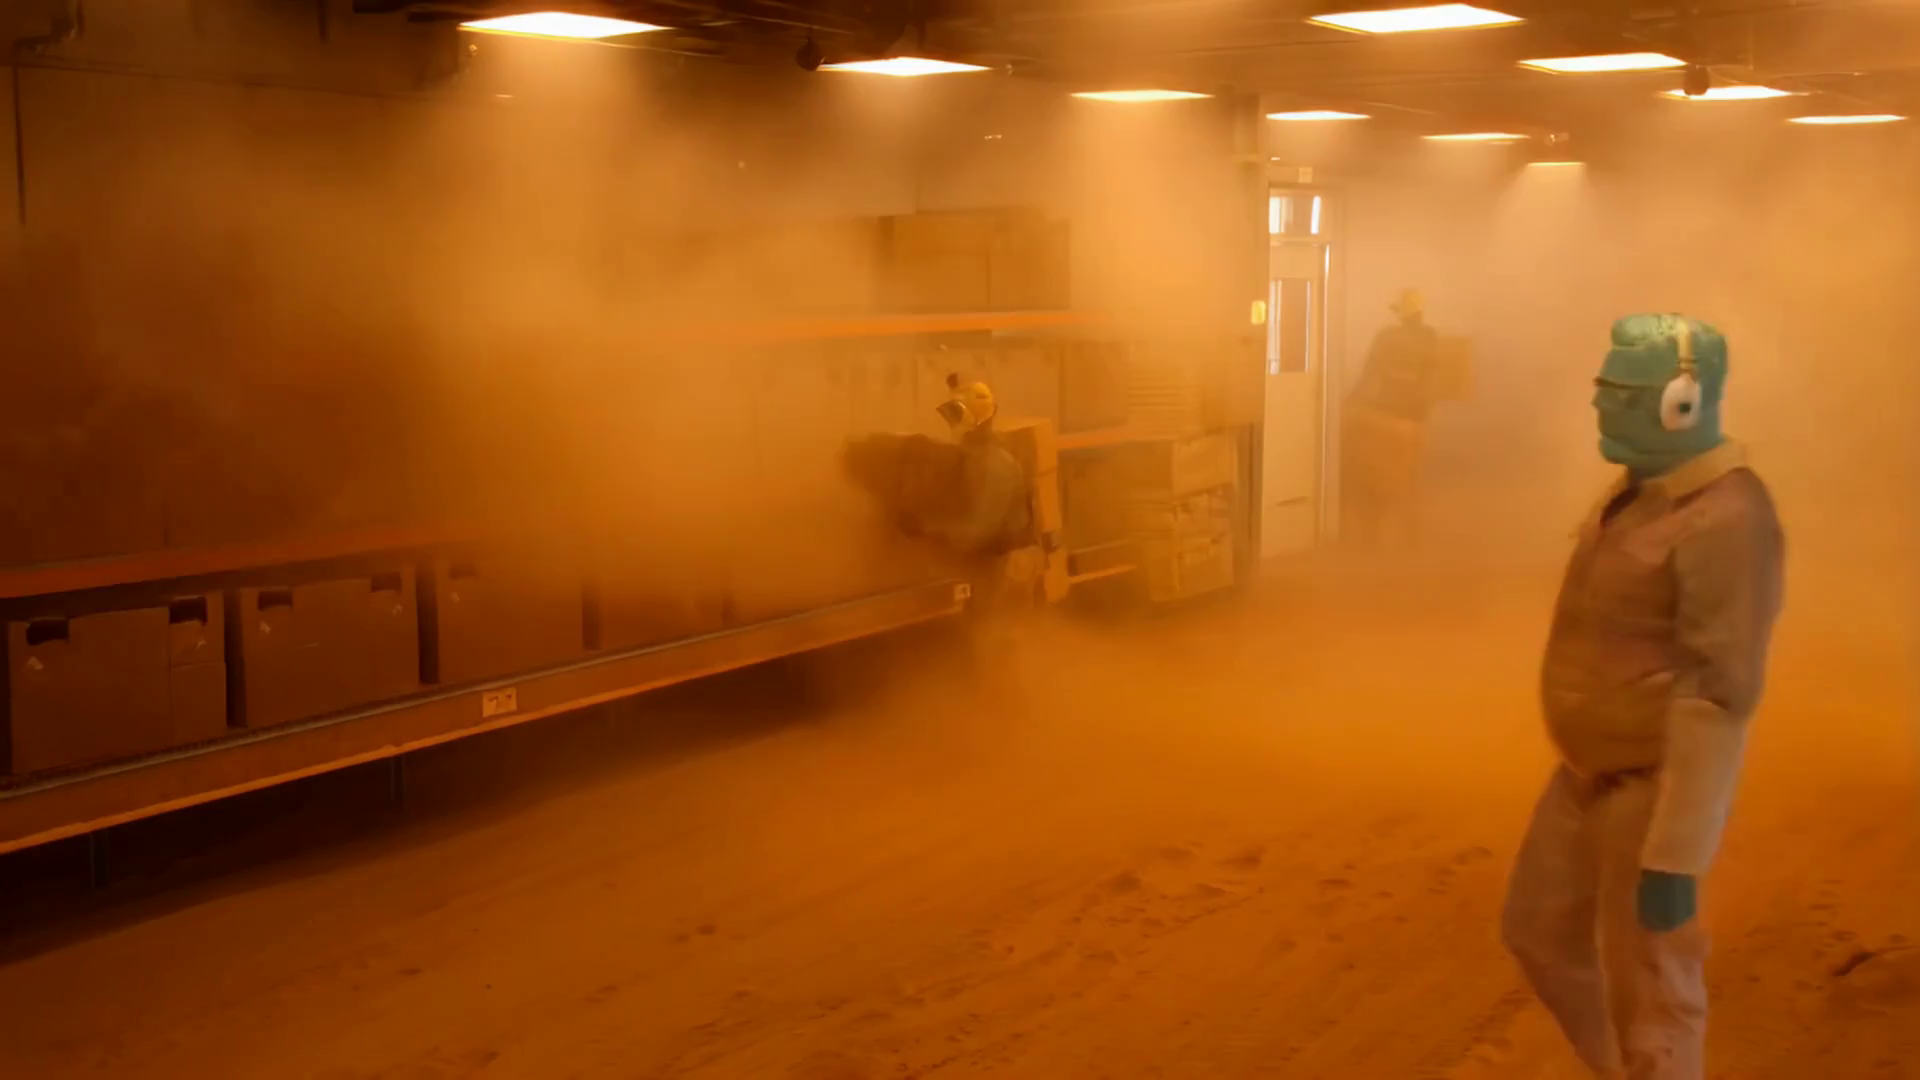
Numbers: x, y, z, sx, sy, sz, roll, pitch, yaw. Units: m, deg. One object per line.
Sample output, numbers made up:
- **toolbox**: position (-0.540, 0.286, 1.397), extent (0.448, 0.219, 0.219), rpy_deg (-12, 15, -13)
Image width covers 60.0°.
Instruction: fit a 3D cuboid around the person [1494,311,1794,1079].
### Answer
- **person**: position (1.332, 0.500, 3.304), extent (0.432, 1.894, 0.670), rpy_deg (1, 10, 3)
